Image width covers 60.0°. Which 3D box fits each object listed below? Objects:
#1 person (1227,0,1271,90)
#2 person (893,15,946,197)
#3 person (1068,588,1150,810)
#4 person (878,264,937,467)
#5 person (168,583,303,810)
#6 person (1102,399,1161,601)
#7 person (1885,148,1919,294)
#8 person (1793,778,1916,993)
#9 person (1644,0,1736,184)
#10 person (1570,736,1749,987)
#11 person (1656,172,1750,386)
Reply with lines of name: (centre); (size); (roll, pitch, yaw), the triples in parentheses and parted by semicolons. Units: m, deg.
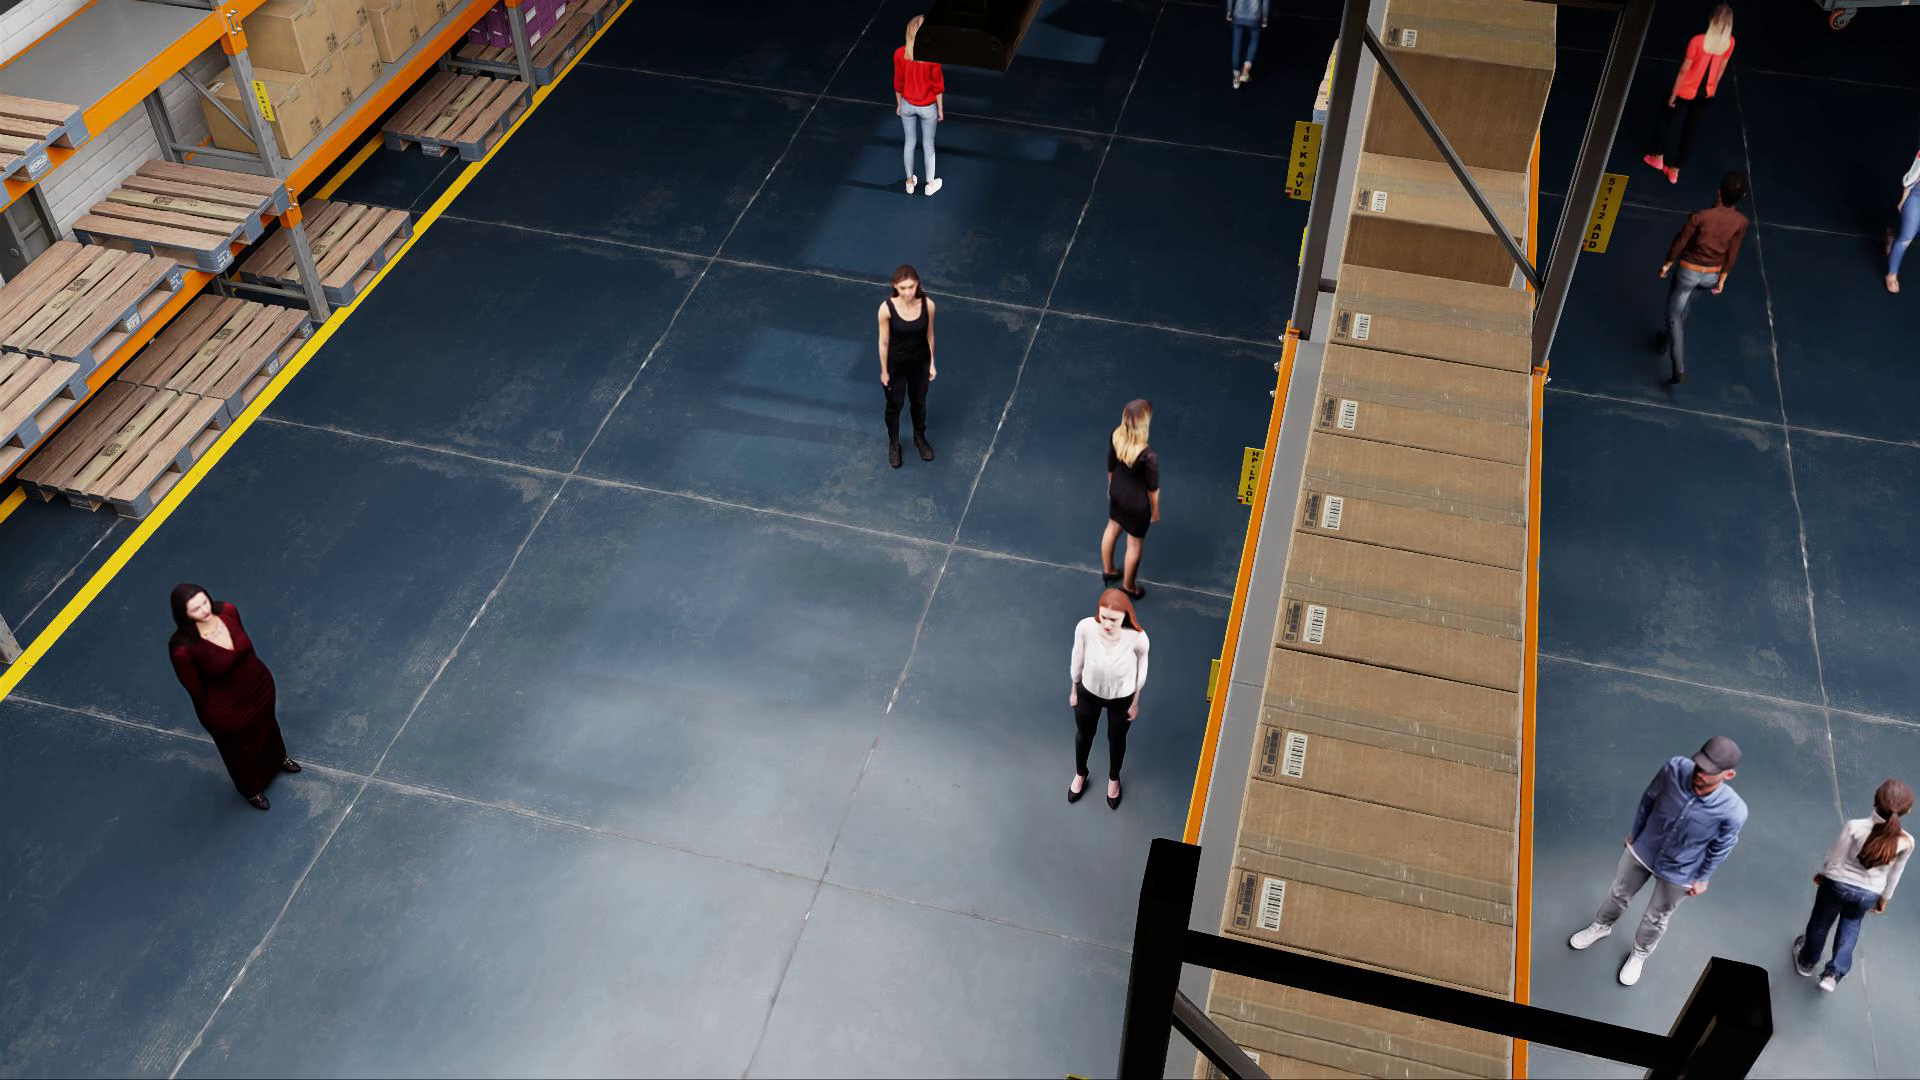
person: (2.819, -5.132, 16.403); (0.590, 1.471, 0.548); (13, 45, 14)
person: (-0.369, -3.895, 14.937); (0.615, 1.703, 0.479); (10, 45, 11)
person: (0.861, 0.933, 9.829); (0.595, 1.760, 0.494); (9, 44, 10)
person: (-0.389, -1.296, 12.219); (0.681, 1.689, 0.708); (-11, 45, -12)
person: (-4.330, 0.899, 9.866); (0.739, 1.758, 0.561); (15, 46, 15)
person: (1.134, -0.262, 11.144); (0.641, 1.675, 0.618); (-30, 51, -27)
person: (8.091, -2.902, 13.971); (0.709, 1.598, 0.944); (3, 44, 3)
person: (4.786, 1.921, 8.950); (0.530, 1.541, 0.681); (14, 45, 14)
person: (6.669, -3.999, 15.064); (0.717, 1.679, 0.750); (-2, 44, -2)
person: (3.806, 1.689, 8.942); (0.771, 1.888, 0.746); (-31, 51, -28)
person: (5.726, -1.996, 12.908); (0.825, 1.752, 1.160); (0, 44, 0)
